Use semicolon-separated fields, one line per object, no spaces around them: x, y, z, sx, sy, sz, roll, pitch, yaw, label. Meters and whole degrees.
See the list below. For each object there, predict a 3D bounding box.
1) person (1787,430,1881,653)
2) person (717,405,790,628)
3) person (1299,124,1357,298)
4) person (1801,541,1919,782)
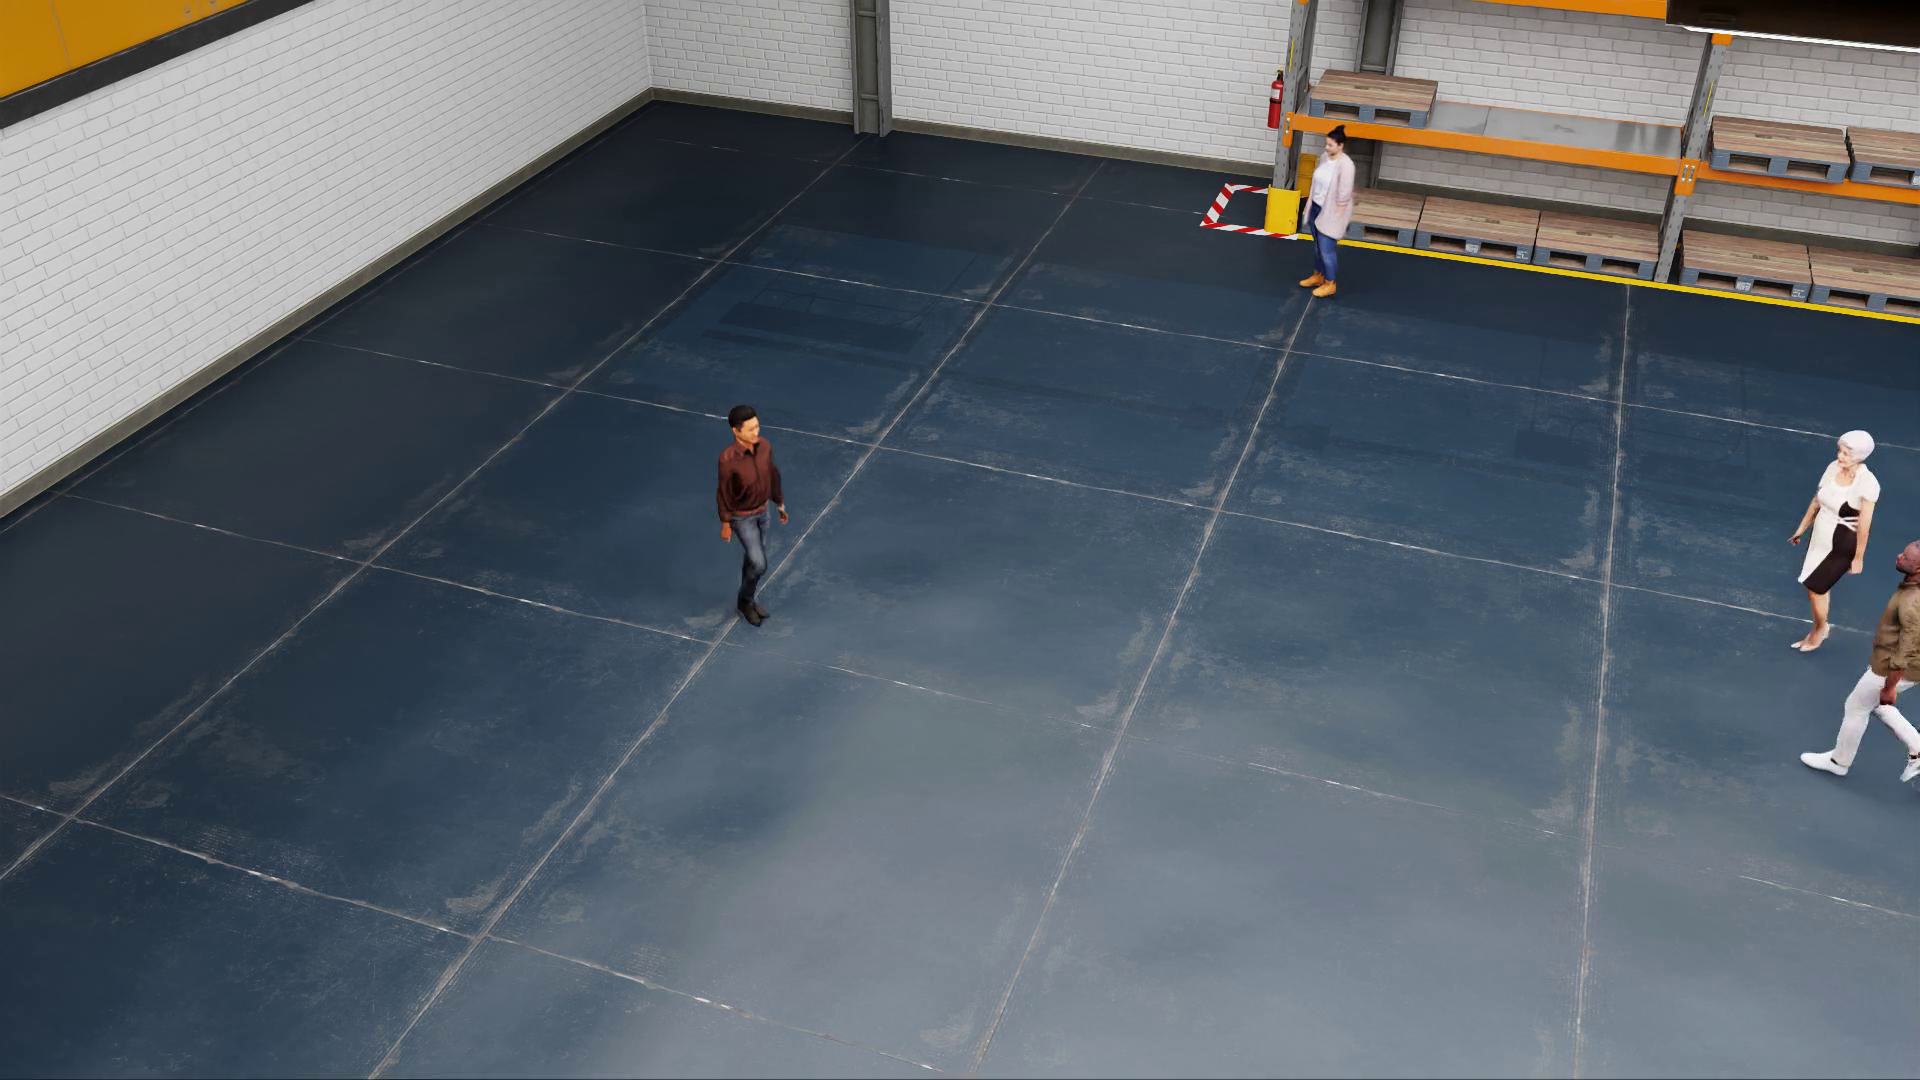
6.110;0.033;11.469;0.818;1.735;0.788;-5;34;-8;person
-1.558;-0.202;11.792;0.695;1.768;0.717;21;39;28;person
3.694;-3.279;16.444;0.832;1.743;0.802;-10;35;-14;person
5.833;0.808;10.249;1.042;1.795;0.863;21;39;28;person
